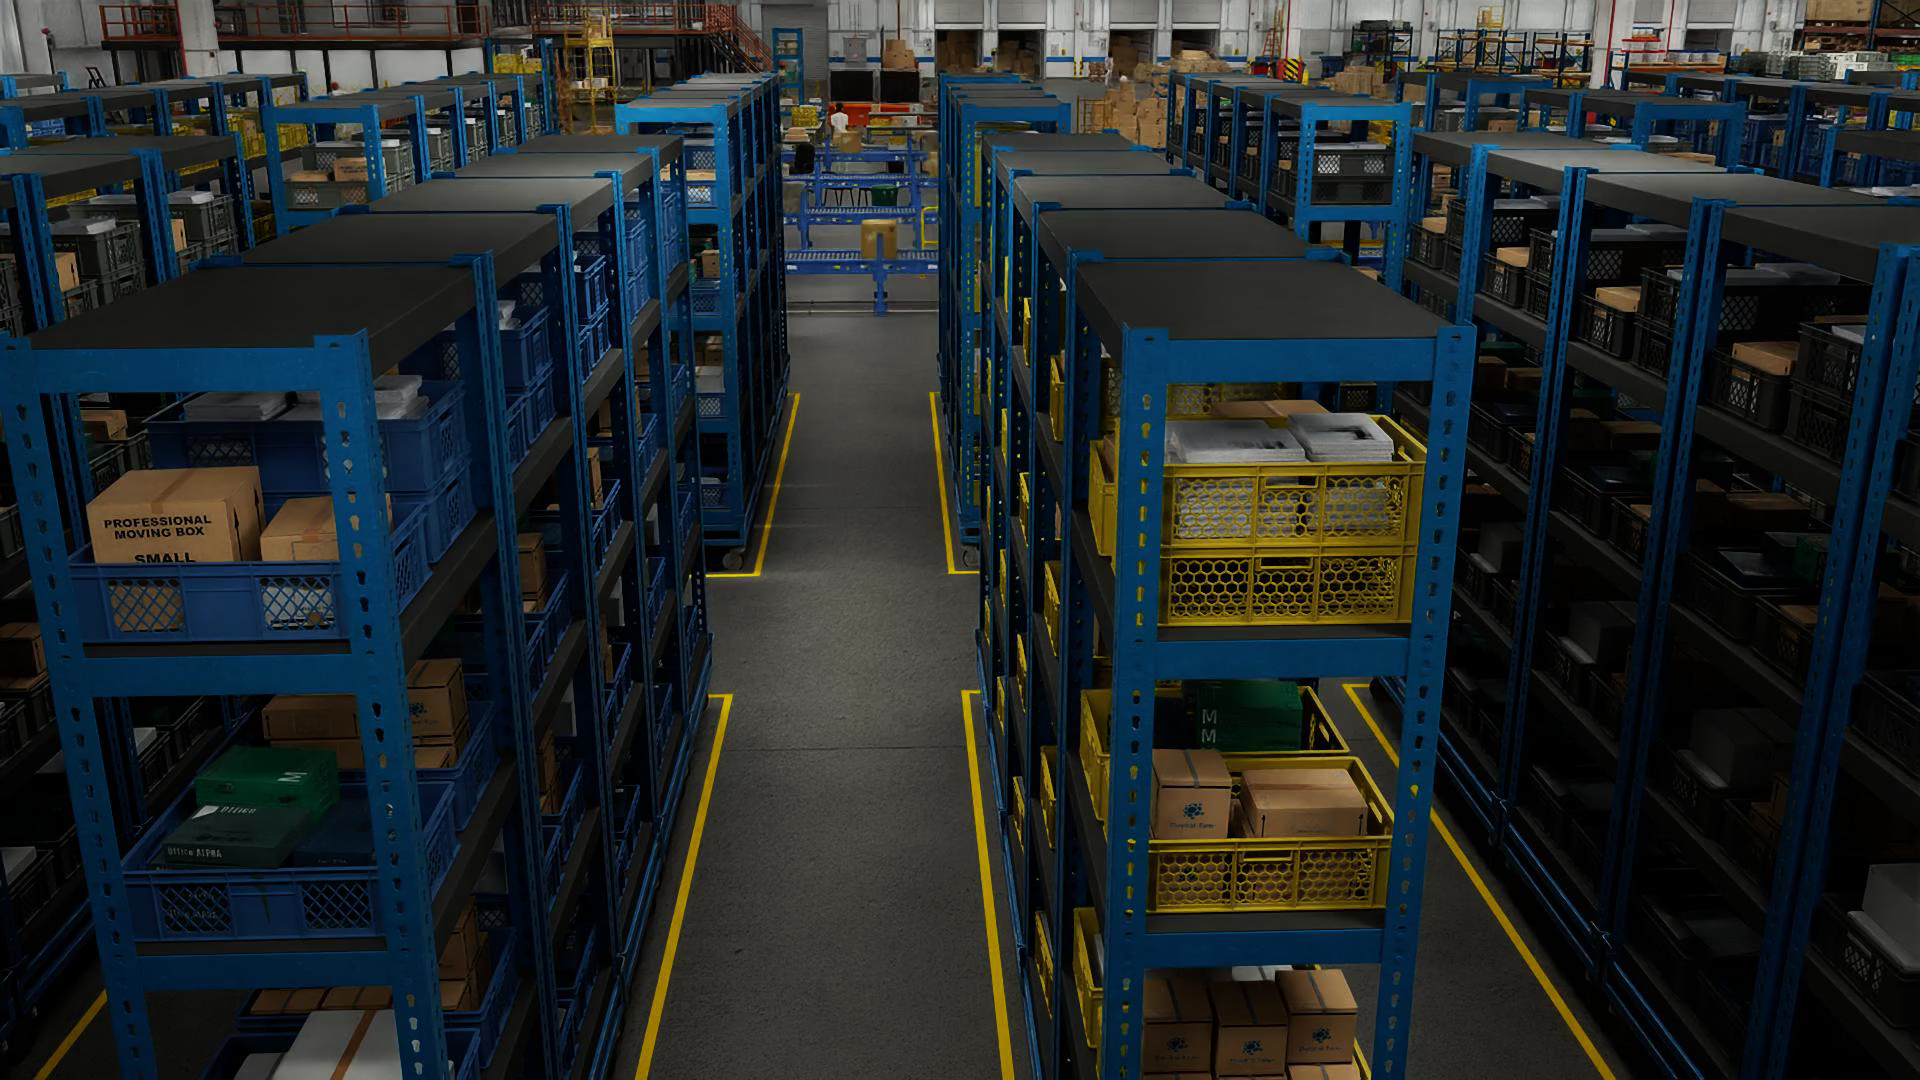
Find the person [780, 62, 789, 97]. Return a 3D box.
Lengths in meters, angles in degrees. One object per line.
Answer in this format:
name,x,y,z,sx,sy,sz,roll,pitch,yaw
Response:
person,-7.128,-18.393,67.585,0.632,1.997,0.970,15,23,38

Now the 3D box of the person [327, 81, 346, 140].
person,-20.184,-13.922,53.963,0.620,1.867,0.416,-11,21,-31

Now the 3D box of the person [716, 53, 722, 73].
person,-13.321,-25.856,91.252,0.729,1.656,0.540,-5,19,-16

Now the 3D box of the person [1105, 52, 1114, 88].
person,7.873,-24.772,87.584,0.430,1.844,0.624,14,23,37

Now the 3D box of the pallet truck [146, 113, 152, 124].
pallet truck,-18.087,-8.309,36.390,1.885,1.965,0.823,-1,18,-4

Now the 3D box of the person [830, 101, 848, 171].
person,-3.125,-10.396,43.054,0.535,1.868,0.309,-10,21,-29

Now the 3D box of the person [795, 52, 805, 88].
person,-8.406,-24.585,86.905,0.551,1.911,0.826,-11,21,-30

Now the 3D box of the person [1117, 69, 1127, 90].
person,6.065,-16.850,62.999,1.007,1.882,0.653,7,19,21

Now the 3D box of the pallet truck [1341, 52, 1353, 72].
pallet truck,18.794,-23.123,82.231,0.823,1.965,1.885,-13,22,-35

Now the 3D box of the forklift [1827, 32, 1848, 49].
forklift,46.023,-25.321,87.619,1.129,2.768,1.873,-1,18,-2

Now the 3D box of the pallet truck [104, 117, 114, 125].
pallet truck,-18.367,-7.885,35.078,1.885,1.965,0.823,1,18,2

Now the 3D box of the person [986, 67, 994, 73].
person,1.073,-16.413,61.399,0.535,2.000,0.674,-1,18,-2

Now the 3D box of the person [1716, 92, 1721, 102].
person,26.142,-14.883,56.850,0.554,1.921,0.399,9,20,25

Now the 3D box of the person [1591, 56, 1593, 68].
person,34.886,-26.008,91.431,0.714,1.824,0.519,-12,21,-32

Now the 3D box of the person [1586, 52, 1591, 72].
person,34.102,-25.701,90.666,0.753,1.718,0.490,-16,24,-40

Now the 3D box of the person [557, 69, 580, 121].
person,-14.864,-16.830,62.892,0.782,1.920,0.542,-4,18,-12

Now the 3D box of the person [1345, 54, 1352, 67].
person,19.517,-23.566,83.827,0.405,1.856,0.556,-9,20,-25

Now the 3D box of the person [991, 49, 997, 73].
person,1.901,-25.725,90.445,0.779,1.903,0.592,8,20,24

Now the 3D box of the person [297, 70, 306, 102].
person,-24.787,-16.702,62.525,0.575,1.898,0.792,-16,24,-41

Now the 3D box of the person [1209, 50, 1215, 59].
person,13.156,-24.723,87.284,1.016,1.943,0.610,10,20,28
